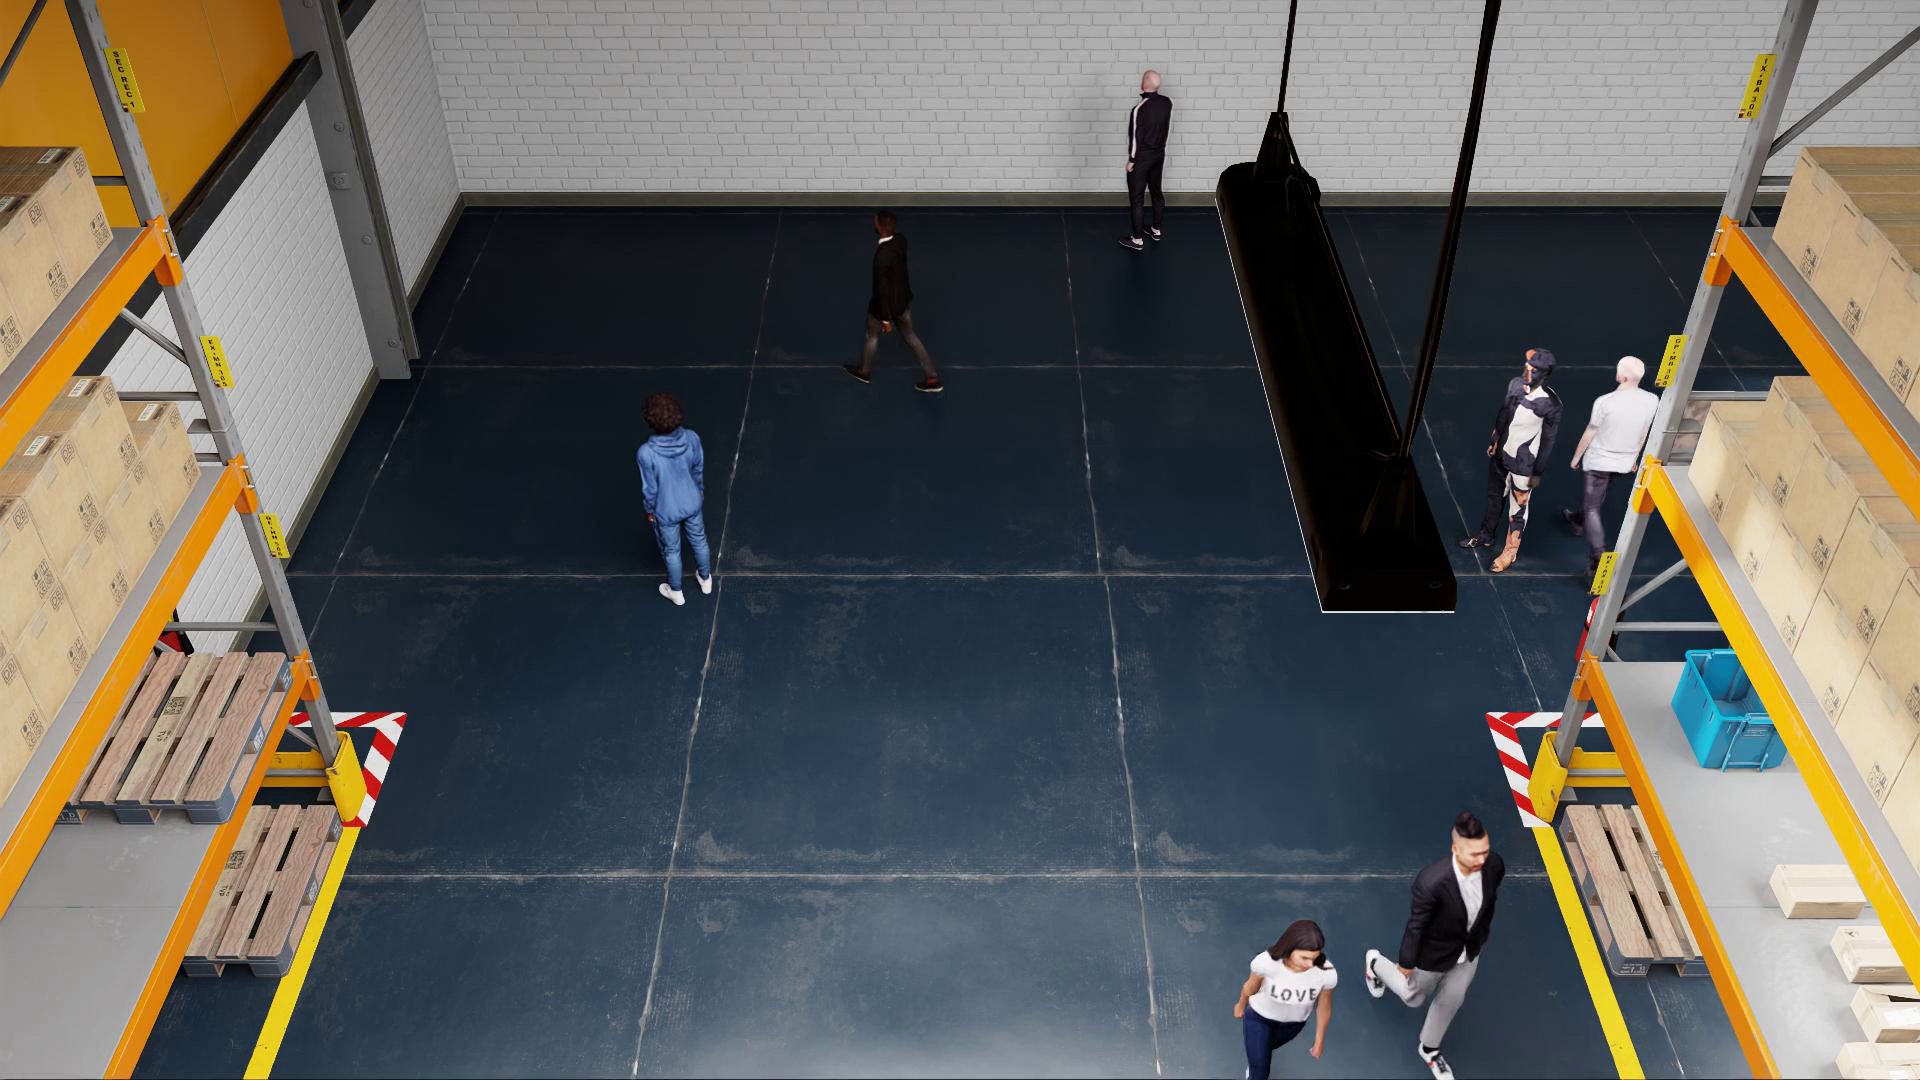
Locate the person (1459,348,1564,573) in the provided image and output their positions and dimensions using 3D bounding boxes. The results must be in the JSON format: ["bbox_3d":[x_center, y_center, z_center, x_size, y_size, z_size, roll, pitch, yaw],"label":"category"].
[{"bbox_3d":[4.221,-0.622,12.588,0.842,1.891,0.700,-18,42,-21],"label":"person"}]

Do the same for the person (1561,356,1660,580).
[{"bbox_3d":[4.908,-0.522,12.535,0.793,1.801,1.257,-6,39,-7],"label":"person"}]

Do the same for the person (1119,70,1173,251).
[{"bbox_3d":[1.872,-3.801,16.613,0.767,1.836,0.812,-29,47,-31],"label":"person"}]

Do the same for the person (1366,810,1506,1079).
[{"bbox_3d":[2.607,2.129,9.110,0.942,1.933,1.152,-14,41,-16],"label":"person"}]

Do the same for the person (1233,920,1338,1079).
[{"bbox_3d":[1.664,2.465,8.845,0.615,1.738,1.077,4,39,5],"label":"person"}]

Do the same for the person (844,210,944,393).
[{"bbox_3d":[-0.508,-2.017,14.445,1.136,1.755,1.244,19,43,23],"label":"person"}]

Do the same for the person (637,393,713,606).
[{"bbox_3d":[-2.096,-0.304,12.254,0.762,1.811,0.773,-22,44,-25],"label":"person"}]
